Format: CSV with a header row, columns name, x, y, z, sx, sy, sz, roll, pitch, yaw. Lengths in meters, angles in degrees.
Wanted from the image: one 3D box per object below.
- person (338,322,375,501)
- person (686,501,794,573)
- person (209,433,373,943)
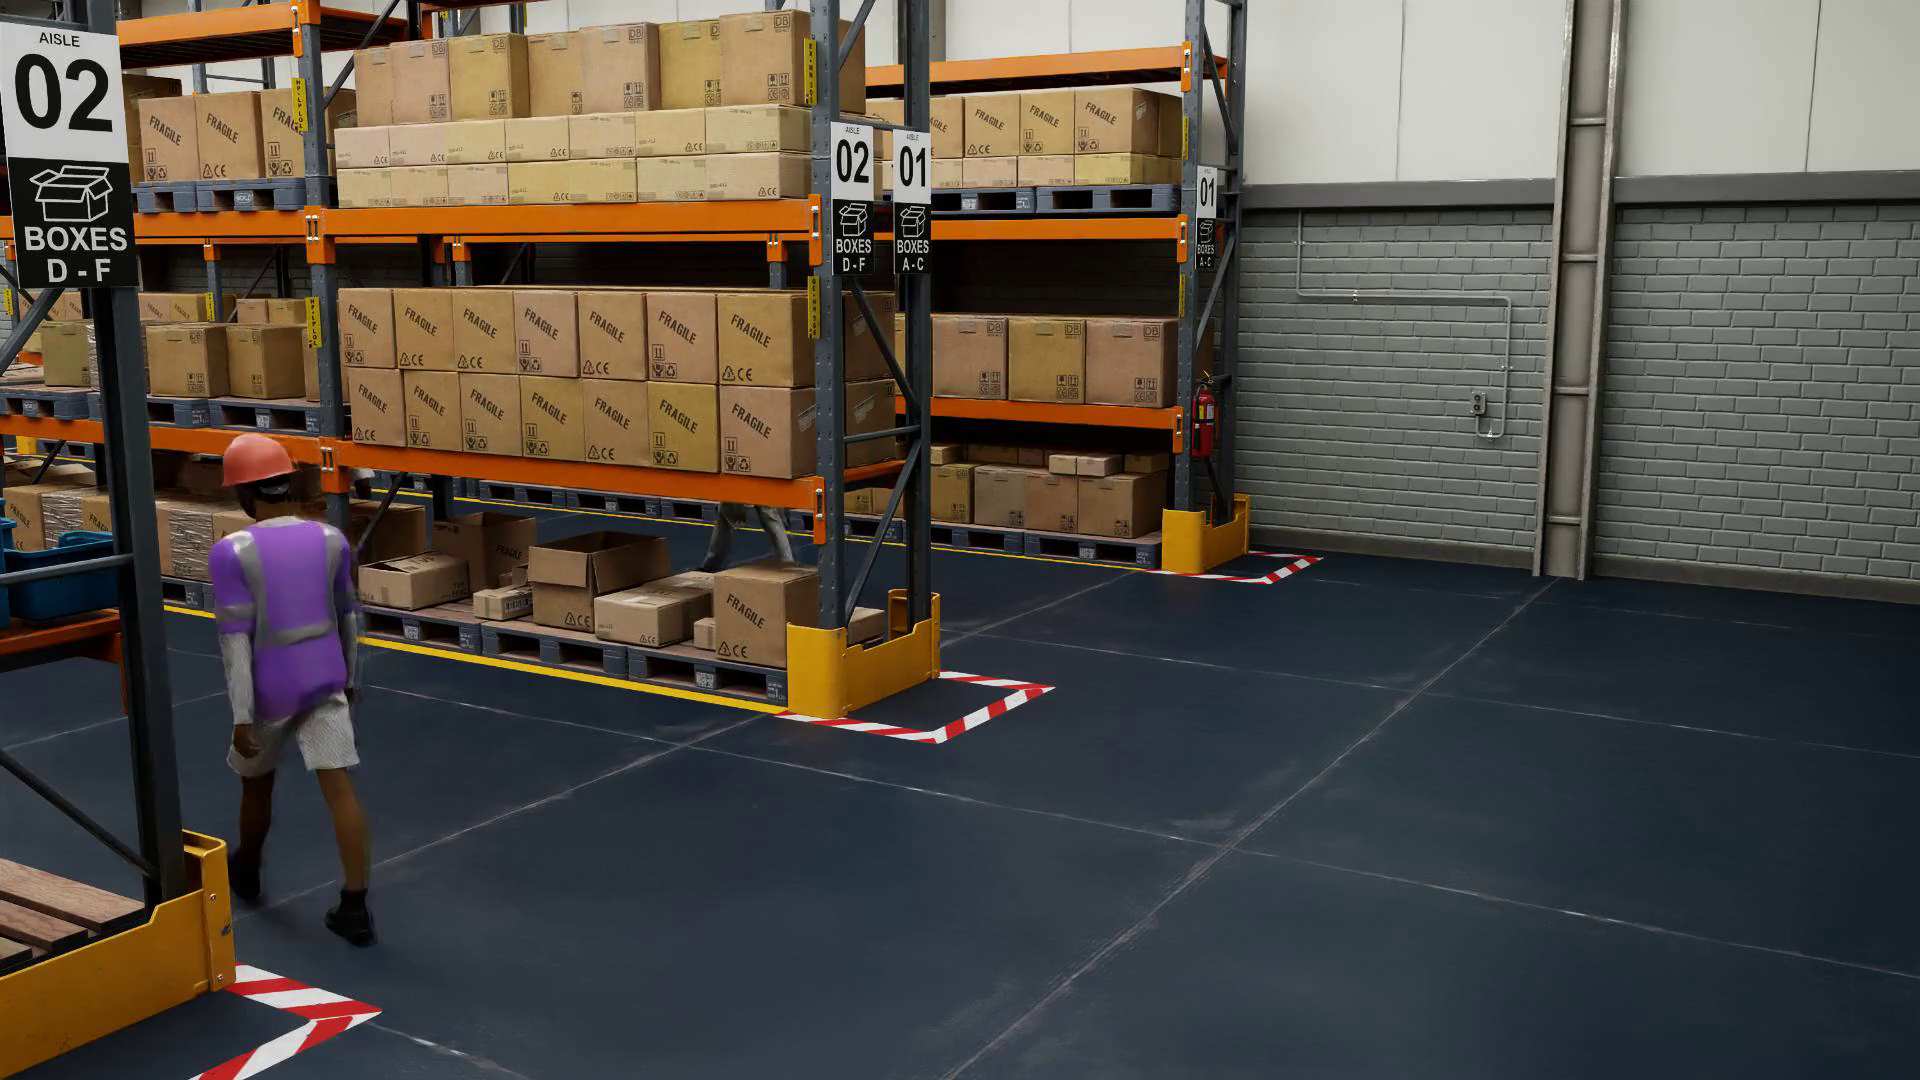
name,x,y,z,sx,sy,sz,roll,pitch,yaw
person,-5.239,-0.823,13.894,1.005,2.008,0.619,6,11,30
person,-1.652,-0.526,12.797,0.946,1.780,0.612,4,11,25
person,-2.563,0.534,6.293,1.021,1.869,0.585,9,13,41
